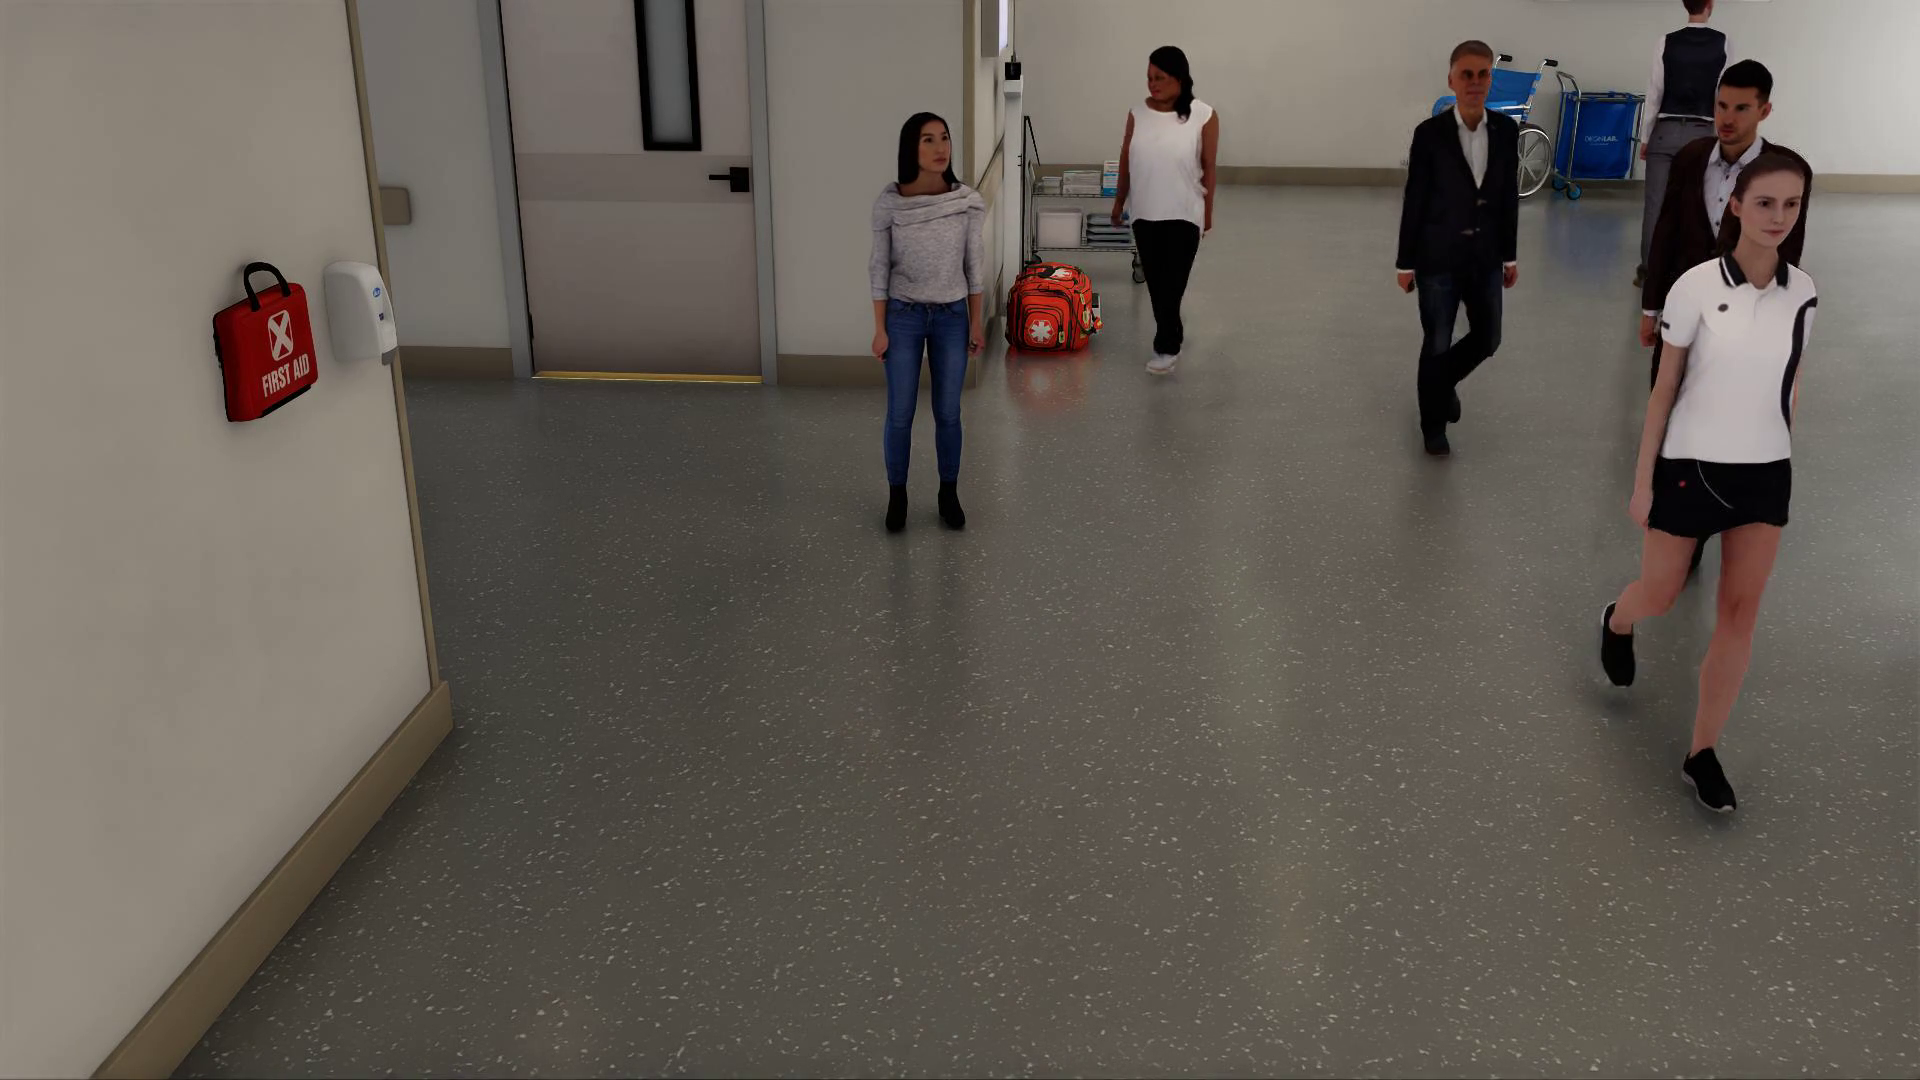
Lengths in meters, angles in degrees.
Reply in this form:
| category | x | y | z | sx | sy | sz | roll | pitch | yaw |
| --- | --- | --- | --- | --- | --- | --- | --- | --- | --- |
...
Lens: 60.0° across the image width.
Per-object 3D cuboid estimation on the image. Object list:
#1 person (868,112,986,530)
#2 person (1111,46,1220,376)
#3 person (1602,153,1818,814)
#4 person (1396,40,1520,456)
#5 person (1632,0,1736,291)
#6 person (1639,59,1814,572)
| category | x | y | z | sx | sy | sz | roll | pitch | yaw |
| --- | --- | --- | --- | --- | --- | --- | --- | --- | --- |
| person | -0.136 | -0.841 | 6.482 | 0.650 | 1.635 | 0.593 | -3 | 21 | -9 |
| person | 1.134 | -1.751 | 8.843 | 0.890 | 1.666 | 0.995 | 13 | 25 | 32 |
| person | 2.057 | -0.177 | 4.599 | 0.596 | 1.726 | 1.063 | 1 | 21 | 2 |
| person | 2.234 | -1.313 | 7.491 | 0.744 | 1.802 | 0.834 | 0 | 21 | -1 |
| person | 4.607 | -2.568 | 10.610 | 0.729 | 1.940 | 0.698 | 9 | 23 | 23 |
| person | 2.820 | -0.820 | 6.135 | 1.029 | 1.841 | 1.129 | 19 | 28 | 40 |
